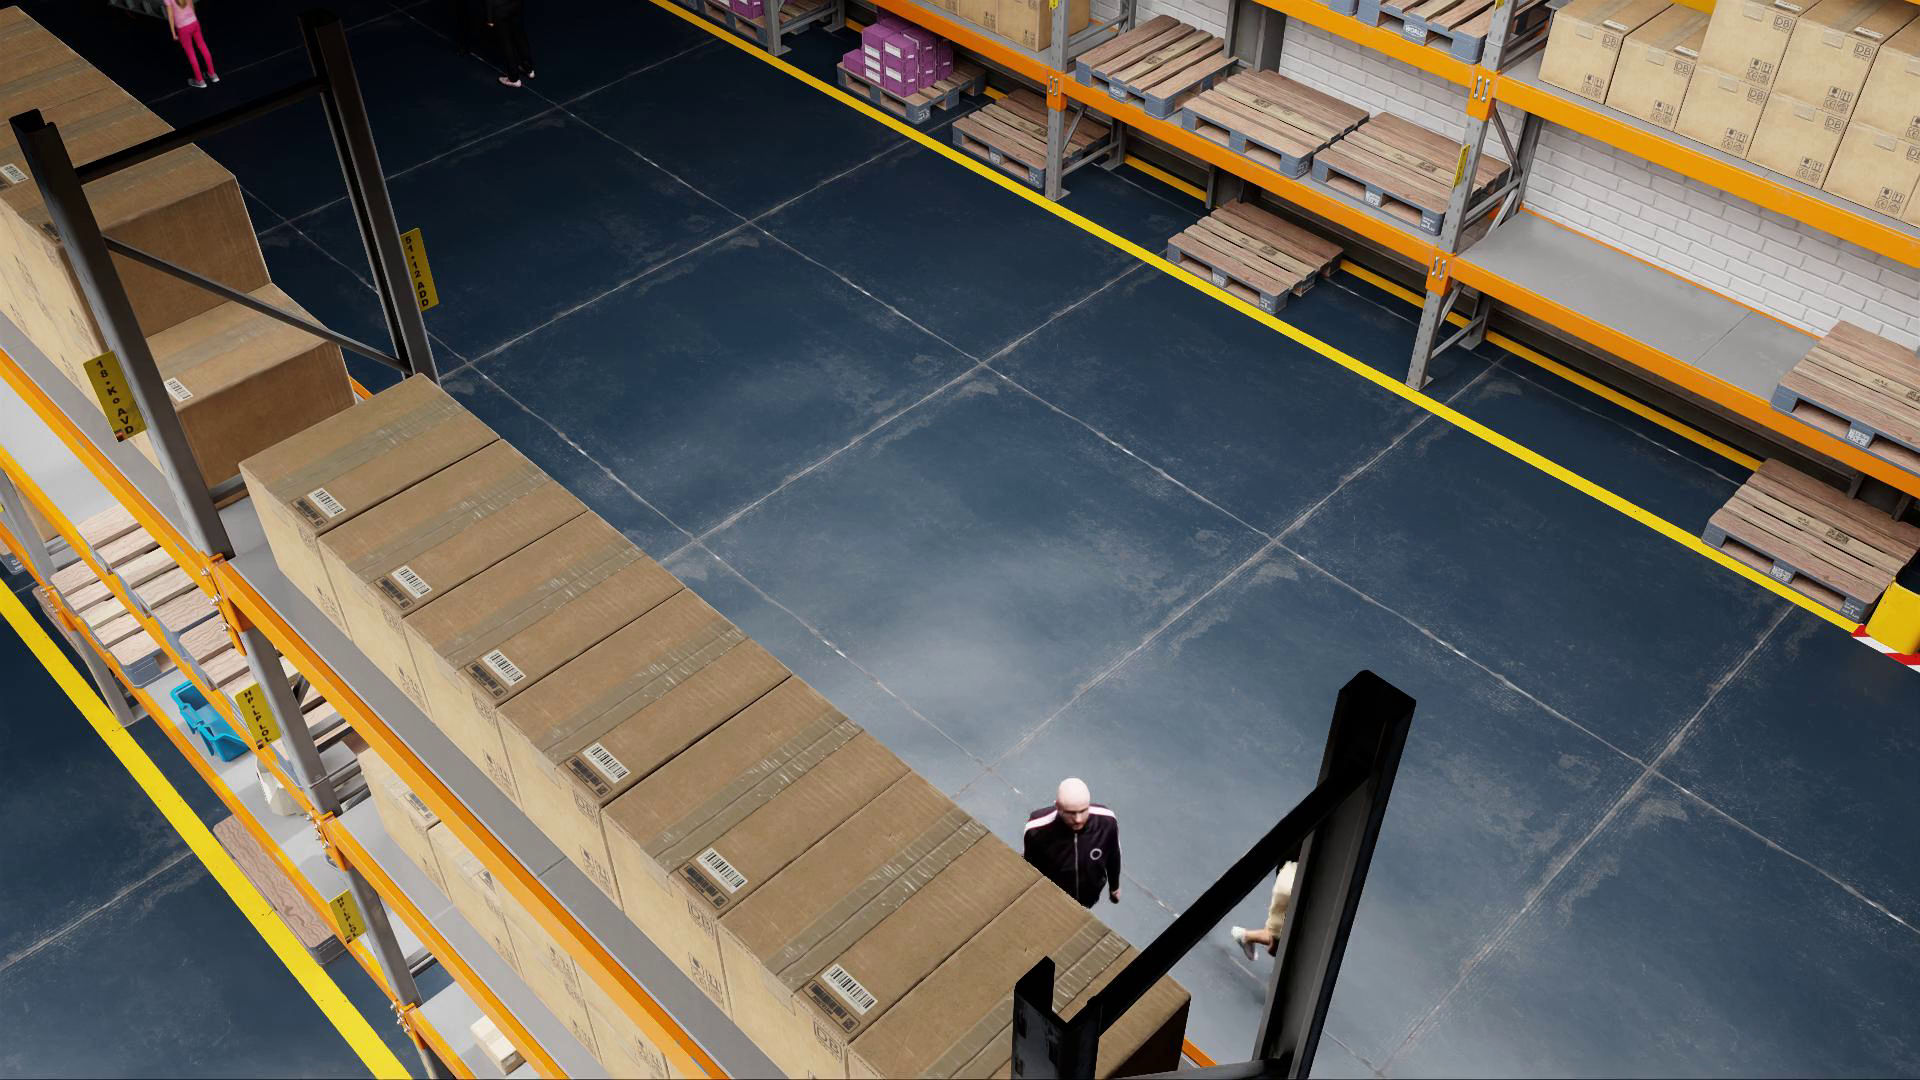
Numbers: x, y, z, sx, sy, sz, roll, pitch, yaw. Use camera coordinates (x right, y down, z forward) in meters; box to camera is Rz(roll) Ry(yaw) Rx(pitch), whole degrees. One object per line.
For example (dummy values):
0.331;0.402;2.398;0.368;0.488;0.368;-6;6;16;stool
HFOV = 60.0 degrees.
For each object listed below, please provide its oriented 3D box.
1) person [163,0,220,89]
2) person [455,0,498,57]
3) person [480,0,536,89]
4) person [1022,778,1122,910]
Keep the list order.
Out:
-7.768;-5.192;16.732;0.577;1.272;0.545;21;48;21;person
-5.040;-6.019;17.193;1.088;1.833;1.106;4;44;4;person
-4.557;-5.328;16.625;0.695;1.616;0.715;23;48;22;person
0.569;1.816;9.002;1.119;1.788;1.313;-8;44;-8;person
